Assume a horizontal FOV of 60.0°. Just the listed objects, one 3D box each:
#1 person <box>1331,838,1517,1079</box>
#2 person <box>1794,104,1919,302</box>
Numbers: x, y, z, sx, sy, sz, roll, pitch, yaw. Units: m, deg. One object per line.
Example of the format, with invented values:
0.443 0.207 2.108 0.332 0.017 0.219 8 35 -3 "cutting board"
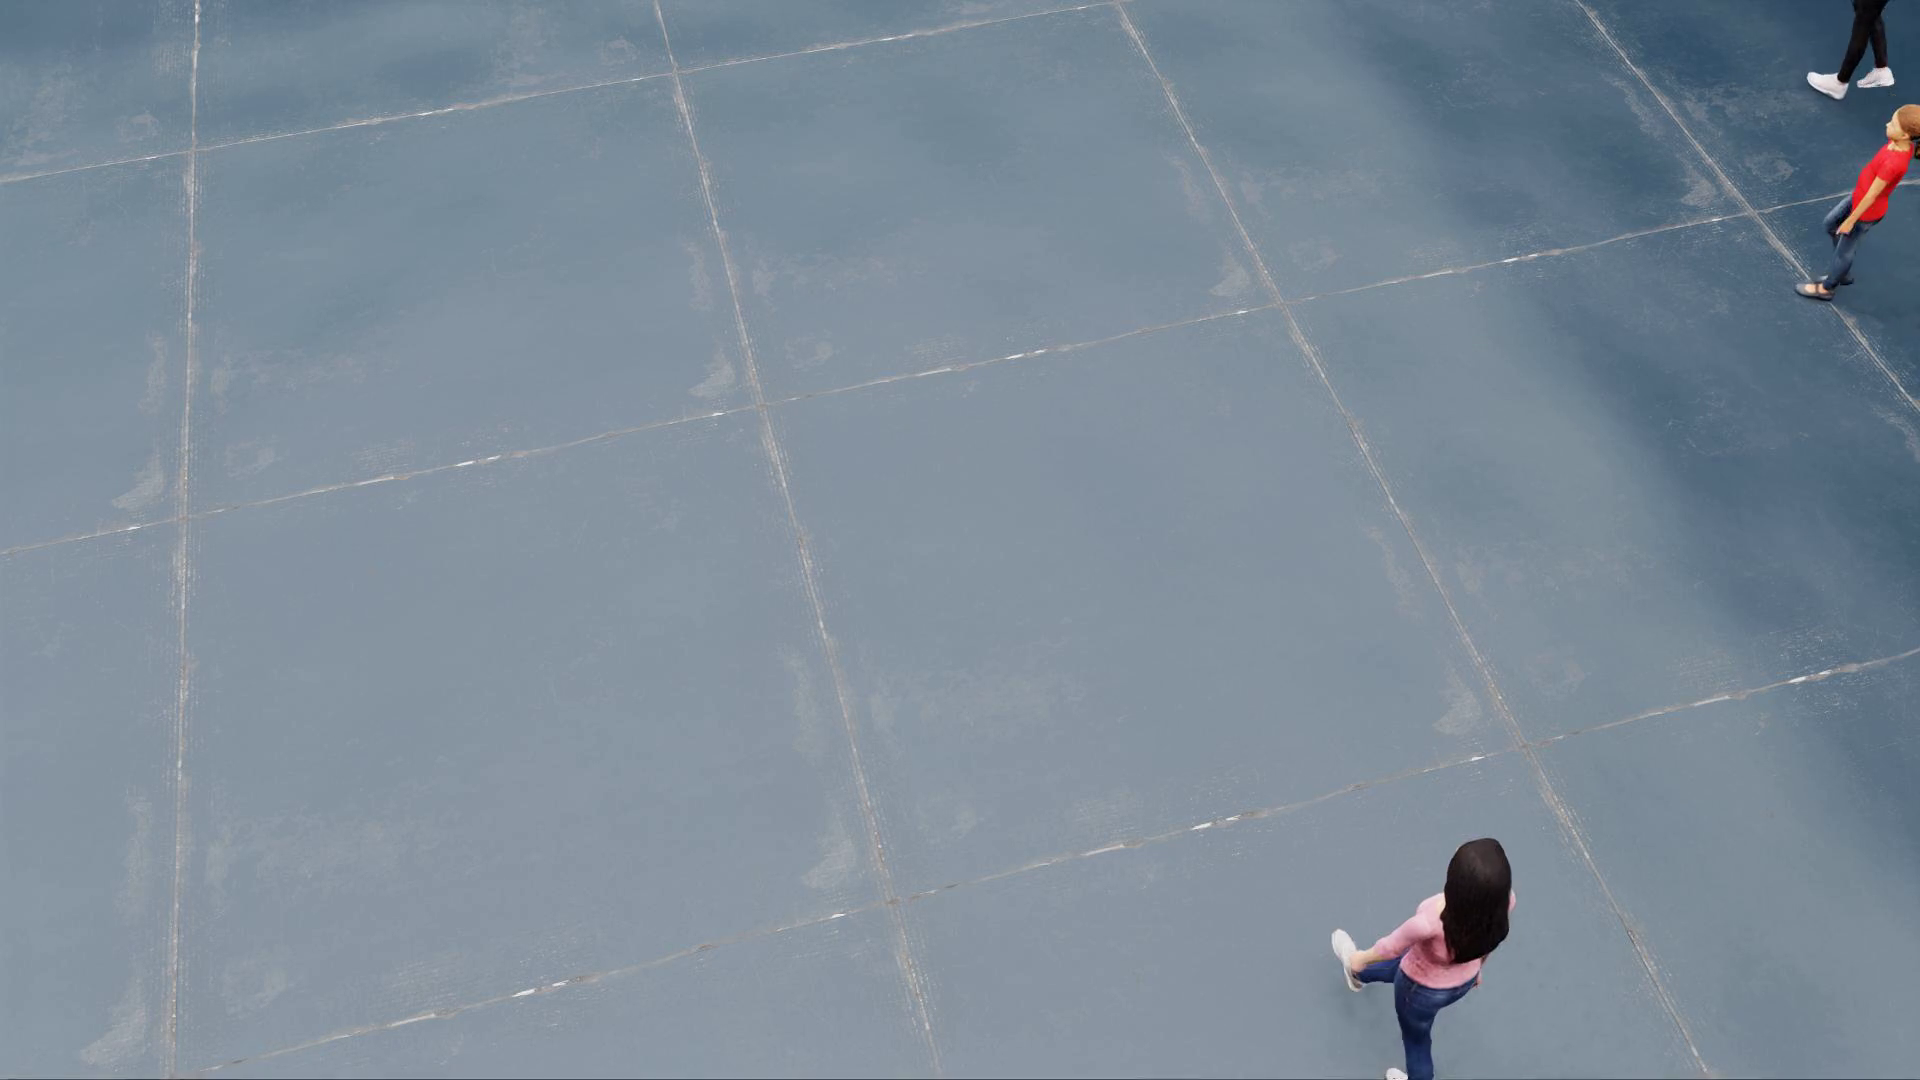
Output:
1.753 1.656 6.033 0.701 1.711 1.083 -20 55 -15 "person"
4.941 -1.778 8.949 0.650 1.306 0.588 24 56 17 "person"
